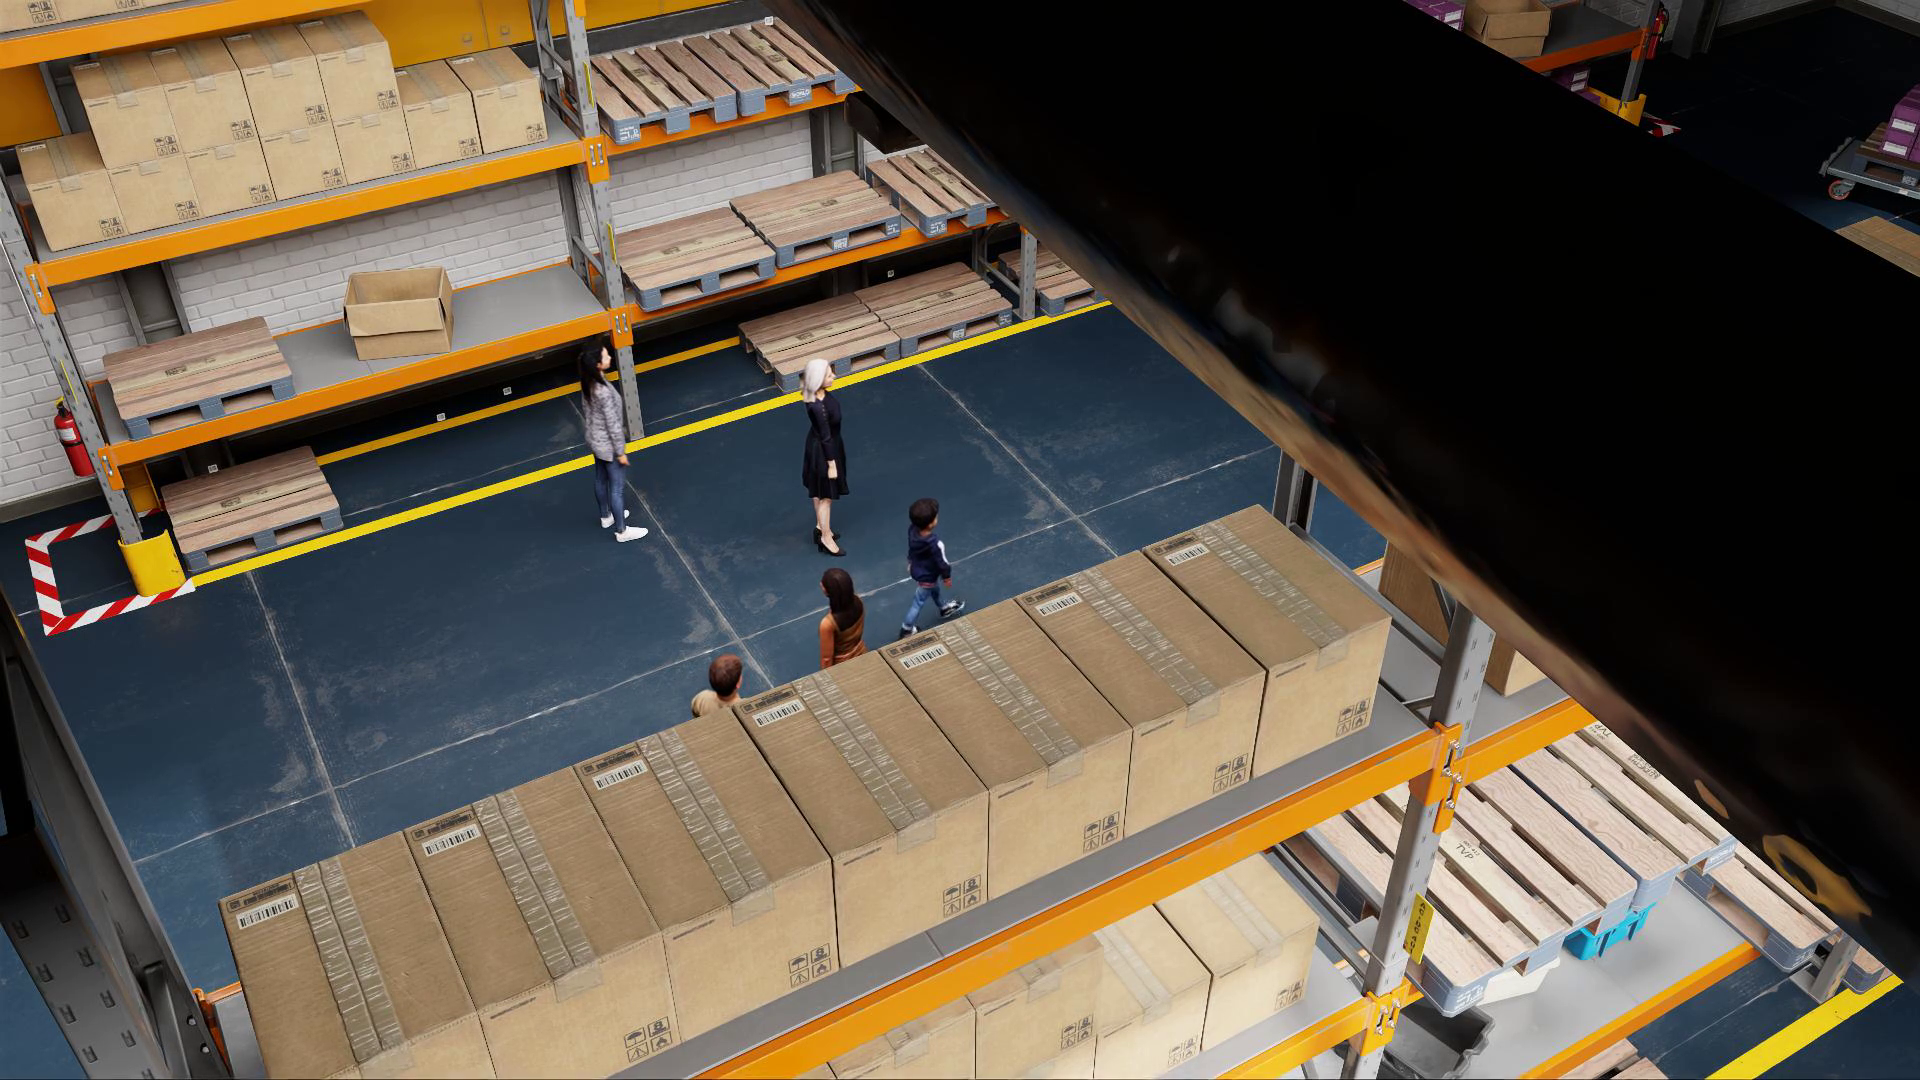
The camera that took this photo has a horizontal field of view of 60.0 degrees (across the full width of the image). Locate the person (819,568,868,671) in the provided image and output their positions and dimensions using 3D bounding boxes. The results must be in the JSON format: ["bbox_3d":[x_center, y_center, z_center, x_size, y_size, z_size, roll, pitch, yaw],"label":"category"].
[{"bbox_3d":[-0.749,0.853,10.926,0.698,1.683,0.591,21,43,24],"label":"person"}]

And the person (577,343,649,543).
[{"bbox_3d":[-2.759,-0.773,12.923,0.541,1.732,0.620,-23,44,-26],"label":"person"}]

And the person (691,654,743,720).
[{"bbox_3d":[-1.346,1.414,10.089,0.747,1.852,0.780,14,41,17],"label":"person"}]

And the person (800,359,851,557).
[{"bbox_3d":[-1.034,-0.646,12.752,0.661,1.746,0.671,-8,39,-10],"label":"person"}]

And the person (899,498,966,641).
[{"bbox_3d":[-0.291,0.236,12.089,0.823,1.194,0.557,-23,44,-26],"label":"person"}]
